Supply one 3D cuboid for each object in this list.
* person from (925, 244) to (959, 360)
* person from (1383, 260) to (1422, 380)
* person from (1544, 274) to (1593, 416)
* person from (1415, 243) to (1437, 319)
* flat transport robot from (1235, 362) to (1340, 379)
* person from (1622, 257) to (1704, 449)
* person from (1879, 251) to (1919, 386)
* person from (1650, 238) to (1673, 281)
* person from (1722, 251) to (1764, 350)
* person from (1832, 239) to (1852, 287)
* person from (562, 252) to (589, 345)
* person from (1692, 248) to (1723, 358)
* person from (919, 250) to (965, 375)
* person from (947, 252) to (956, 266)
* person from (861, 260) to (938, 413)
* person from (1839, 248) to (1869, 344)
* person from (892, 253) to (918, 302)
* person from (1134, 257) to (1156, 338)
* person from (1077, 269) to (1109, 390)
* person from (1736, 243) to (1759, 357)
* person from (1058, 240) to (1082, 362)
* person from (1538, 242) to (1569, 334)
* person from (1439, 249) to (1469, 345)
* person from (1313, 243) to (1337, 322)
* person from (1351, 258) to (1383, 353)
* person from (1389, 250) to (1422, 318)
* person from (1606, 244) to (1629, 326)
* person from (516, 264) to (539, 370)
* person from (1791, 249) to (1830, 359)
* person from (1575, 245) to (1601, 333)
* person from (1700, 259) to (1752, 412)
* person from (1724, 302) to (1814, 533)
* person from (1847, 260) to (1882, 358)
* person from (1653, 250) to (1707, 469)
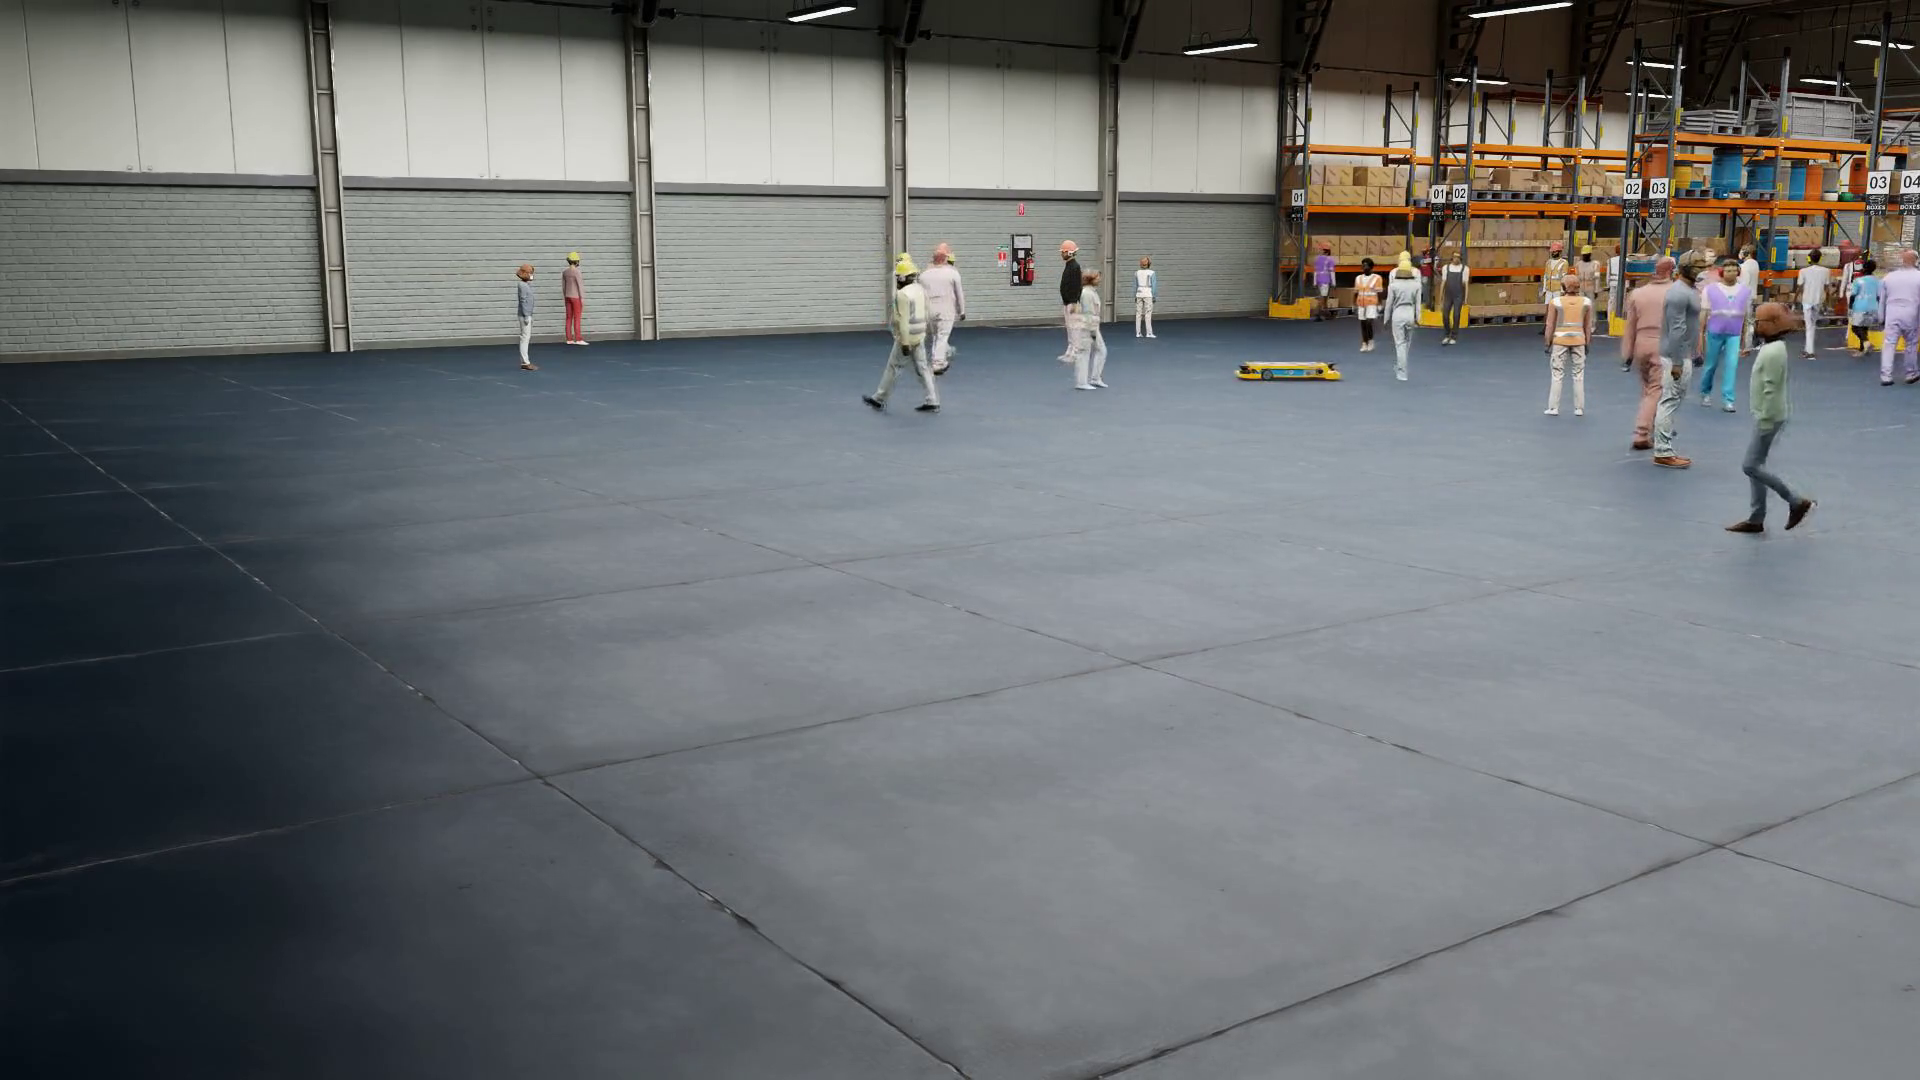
[{"bbox_3d":[-0.277,-4.007,28.013,0.657,1.934,1.056,5,12,27],"label":"person"},{"bbox_3d":[6.403,-3.201,24.197,0.508,1.701,0.849,-1,10,-6],"label":"person"},{"bbox_3d":[7.017,-2.244,19.210,0.527,1.628,0.320,1,10,7],"label":"person"},{"bbox_3d":[11.800,-6.503,41.792,0.904,1.912,0.548,-6,12,-31],"label":"person"},{"bbox_3d":[4.741,-2.464,24.118,1.431,0.197,0.652,1,10,3],"label":"flat transport robot"},{"bbox_3d":[6.867,-1.824,16.271,0.981,1.859,0.652,-7,13,-36],"label":"person"},{"bbox_3d":[13.163,-3.085,23.166,0.980,1.850,0.669,-10,14,-43],"label":"person"},{"bbox_3d":[15.466,-5.628,36.607,0.611,2.043,0.375,-4,11,-22],"label":"person"},{"bbox_3d":[14.284,-4.390,30.323,1.030,1.860,0.608,5,11,25],"label":"person"},{"bbox_3d":[22.525,-6.641,42.269,0.835,2.018,0.611,-7,13,-35],"label":"person"},{"bbox_3d":[-7.344,-4.592,31.684,0.522,1.769,0.318,8,13,36],"label":"person"},{"bbox_3d":[12.755,-4.064,28.513,0.654,1.872,0.933,2,10,10],"label":"person"},{"bbox_3d":[-0.272,-3.429,25.083,0.635,1.851,1.018,4,11,20],"label":"person"},{"bbox_3d":[-0.297,-4.995,33.964,0.471,1.733,0.534,-8,13,-36],"label":"person"},{"bbox_3d":[-0.683,-2.380,19.526,0.953,1.773,0.602,5,12,27],"label":"person"},{"bbox_3d":[17.461,-4.735,32.262,0.982,1.831,0.608,-9,14,-40],"label":"person"},{"bbox_3d":[-1.006,-4.654,32.090,0.539,1.755,0.570,8,13,36],"label":"person"},{"bbox_3d":[3.773,-4.939,33.929,0.513,1.642,0.313,9,13,39],"label":"person"},{"bbox_3d":[1.820,-2.820,22.346,0.541,1.619,0.552,3,11,14],"label":"person"},{"bbox_3d":[13.503,-4.119,28.619,0.357,1.938,0.638,9,13,39],"label":"person"},{"bbox_3d":[1.810,-3.937,27.463,0.396,1.993,0.618,-1,10,-7],"label":"person"},{"bbox_3d":[12.488,-5.276,34.967,0.362,1.938,0.545,-7,13,-35],"label":"person"},{"bbox_3d":[9.367,-4.602,31.586,0.554,1.818,0.739,5,11,24],"label":"person"},{"bbox_3d":[8.982,-6.277,40.525,0.913,1.900,0.569,-6,12,-28],"label":"person"},{"bbox_3d":[7.200,-4.159,29.517,0.556,1.677,0.476,9,14,42],"label":"person"},{"bbox_3d":[8.286,-4.487,30.991,0.595,1.815,0.723,2,11,13],"label":"person"},{"bbox_3d":[15.190,-5.871,38.377,0.356,1.883,0.572,-7,13,-35],"label":"person"},{"bbox_3d":[-6.723,-3.455,25.816,0.282,1.633,0.499,-2,10,-8],"label":"person"},{"bbox_3d":[14.391,-3.995,28.202,0.545,1.835,0.859,1,10,7],"label":"person"},{"bbox_3d":[13.417,-5.351,35.555,0.614,1.886,0.978,10,14,42],"label":"person"},{"bbox_3d":[9.110,-2.456,19.877,0.581,1.809,0.936,2,11,10],"label":"person"},{"bbox_3d":[5.603,-0.822,11.439,0.453,1.622,0.499,5,11,25],"label":"person"},{"bbox_3d":[15.316,-3.883,28.049,0.554,1.675,0.626,-1,10,-6],"label":"person"},{"bbox_3d":[6.427,-1.612,14.879,0.353,1.936,0.635,5,12,26],"label":"person"}]
